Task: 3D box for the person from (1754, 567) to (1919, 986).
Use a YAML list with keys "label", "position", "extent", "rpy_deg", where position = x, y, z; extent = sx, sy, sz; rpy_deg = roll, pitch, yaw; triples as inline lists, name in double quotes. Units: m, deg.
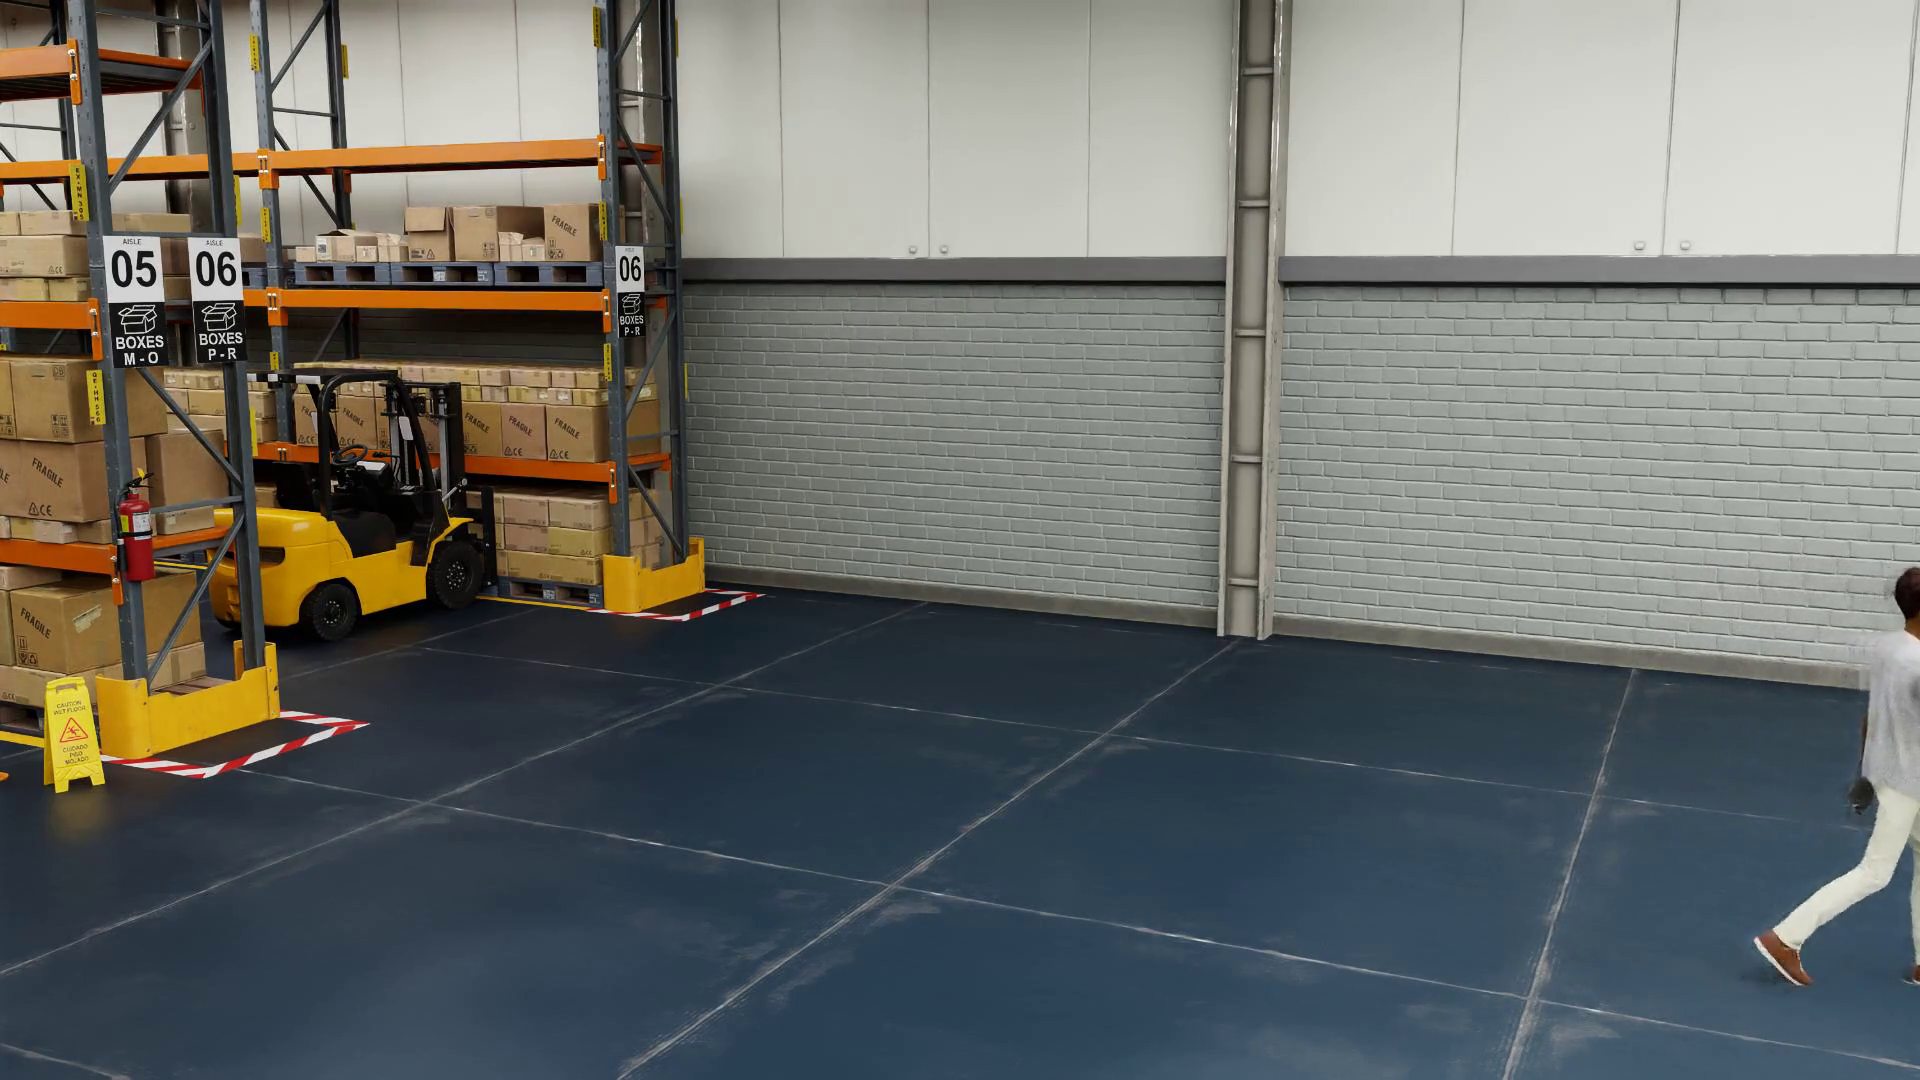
- label: "person"
  position: [3.856, 1.004, 6.929]
  extent: [0.918, 1.836, 0.521]
  rpy_deg: [2, 10, 14]
